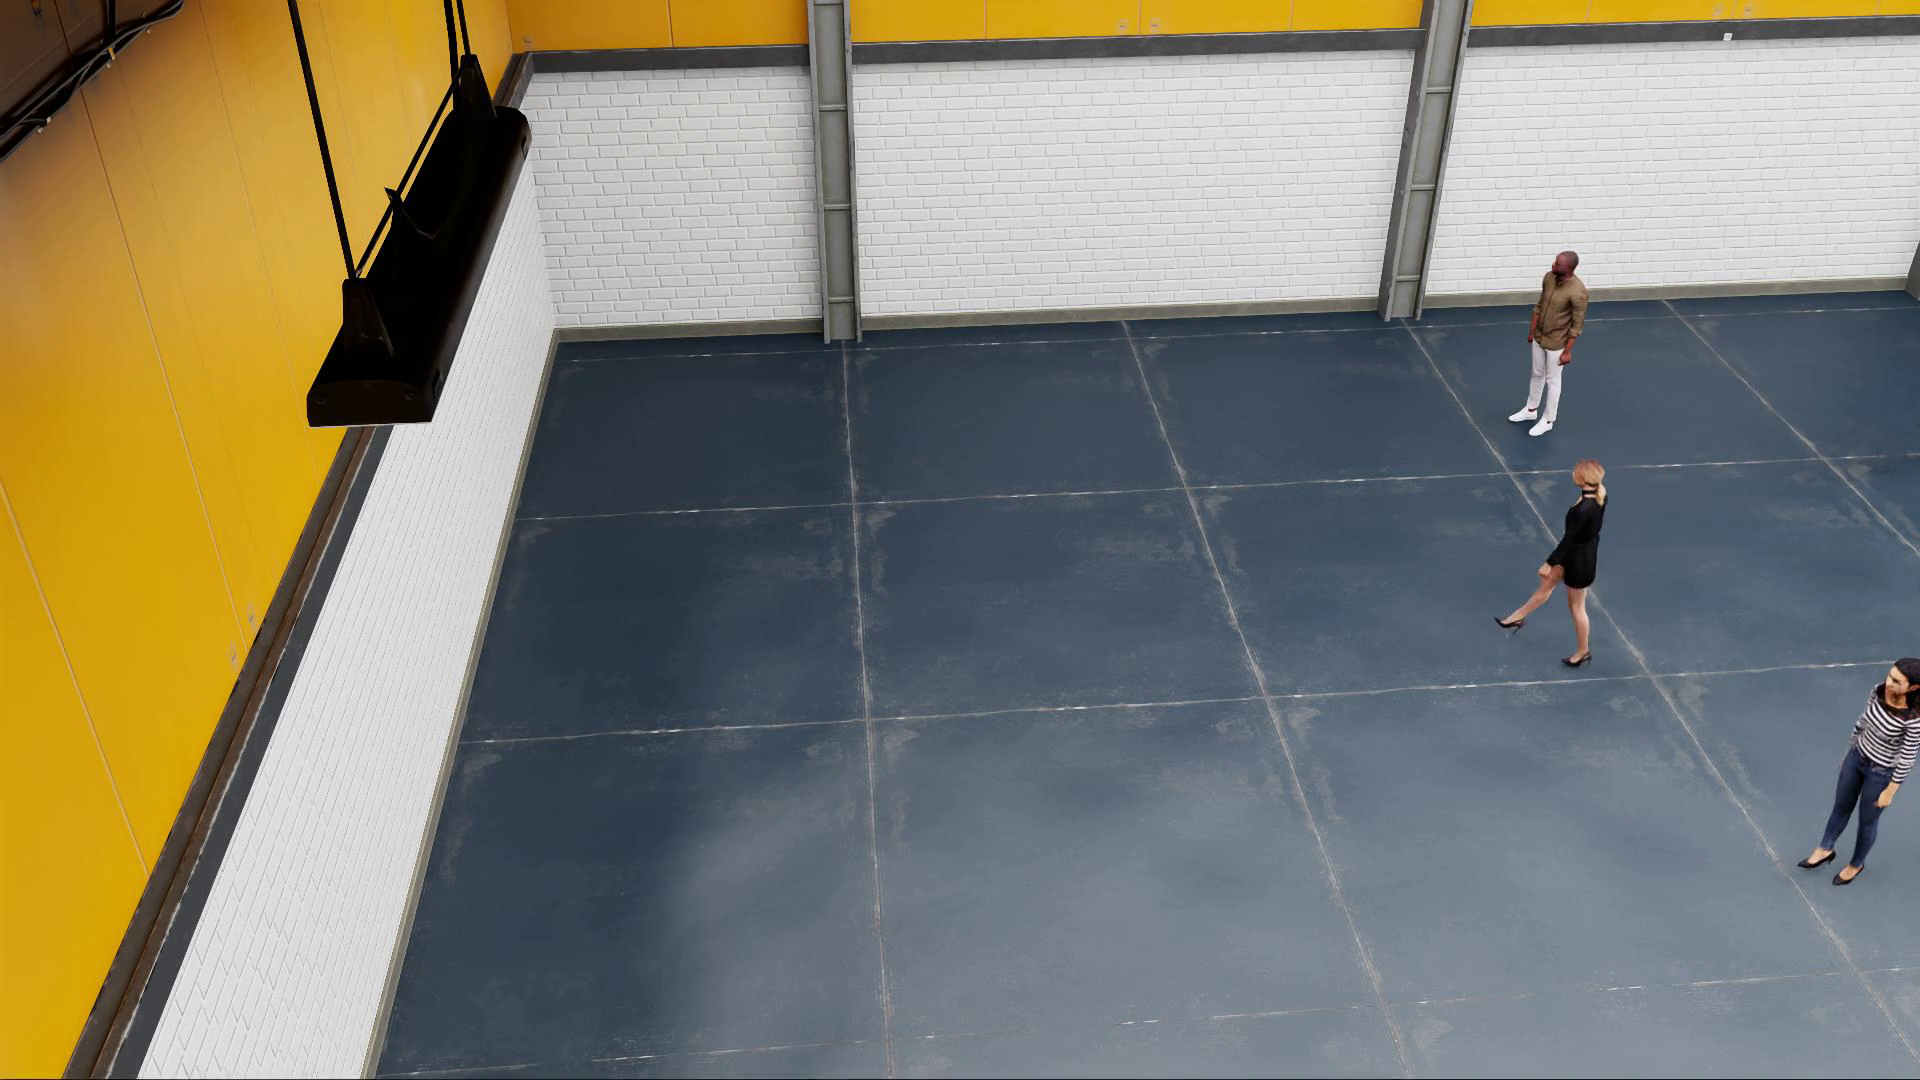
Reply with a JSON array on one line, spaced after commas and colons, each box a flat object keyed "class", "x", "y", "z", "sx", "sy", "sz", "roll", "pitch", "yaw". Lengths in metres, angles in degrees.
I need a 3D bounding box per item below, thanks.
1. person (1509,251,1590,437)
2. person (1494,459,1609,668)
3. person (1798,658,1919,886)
[{"class": "person", "x": 5.507, "y": -1.857, "z": 15.446, "sx": 0.685, "sy": 1.824, "sz": 0.782, "roll": -13, "pitch": 36, "yaw": -19}, {"class": "person", "x": 4.666, "y": 0.222, "z": 12.399, "sx": 1.100, "sy": 1.735, "sz": 1.009, "roll": 21, "pitch": 39, "yaw": 29}, {"class": "person", "x": 5.756, "y": 1.468, "z": 10.474, "sx": 0.593, "sy": 1.791, "sz": 0.617, "roll": -8, "pitch": 34, "yaw": -12}]
